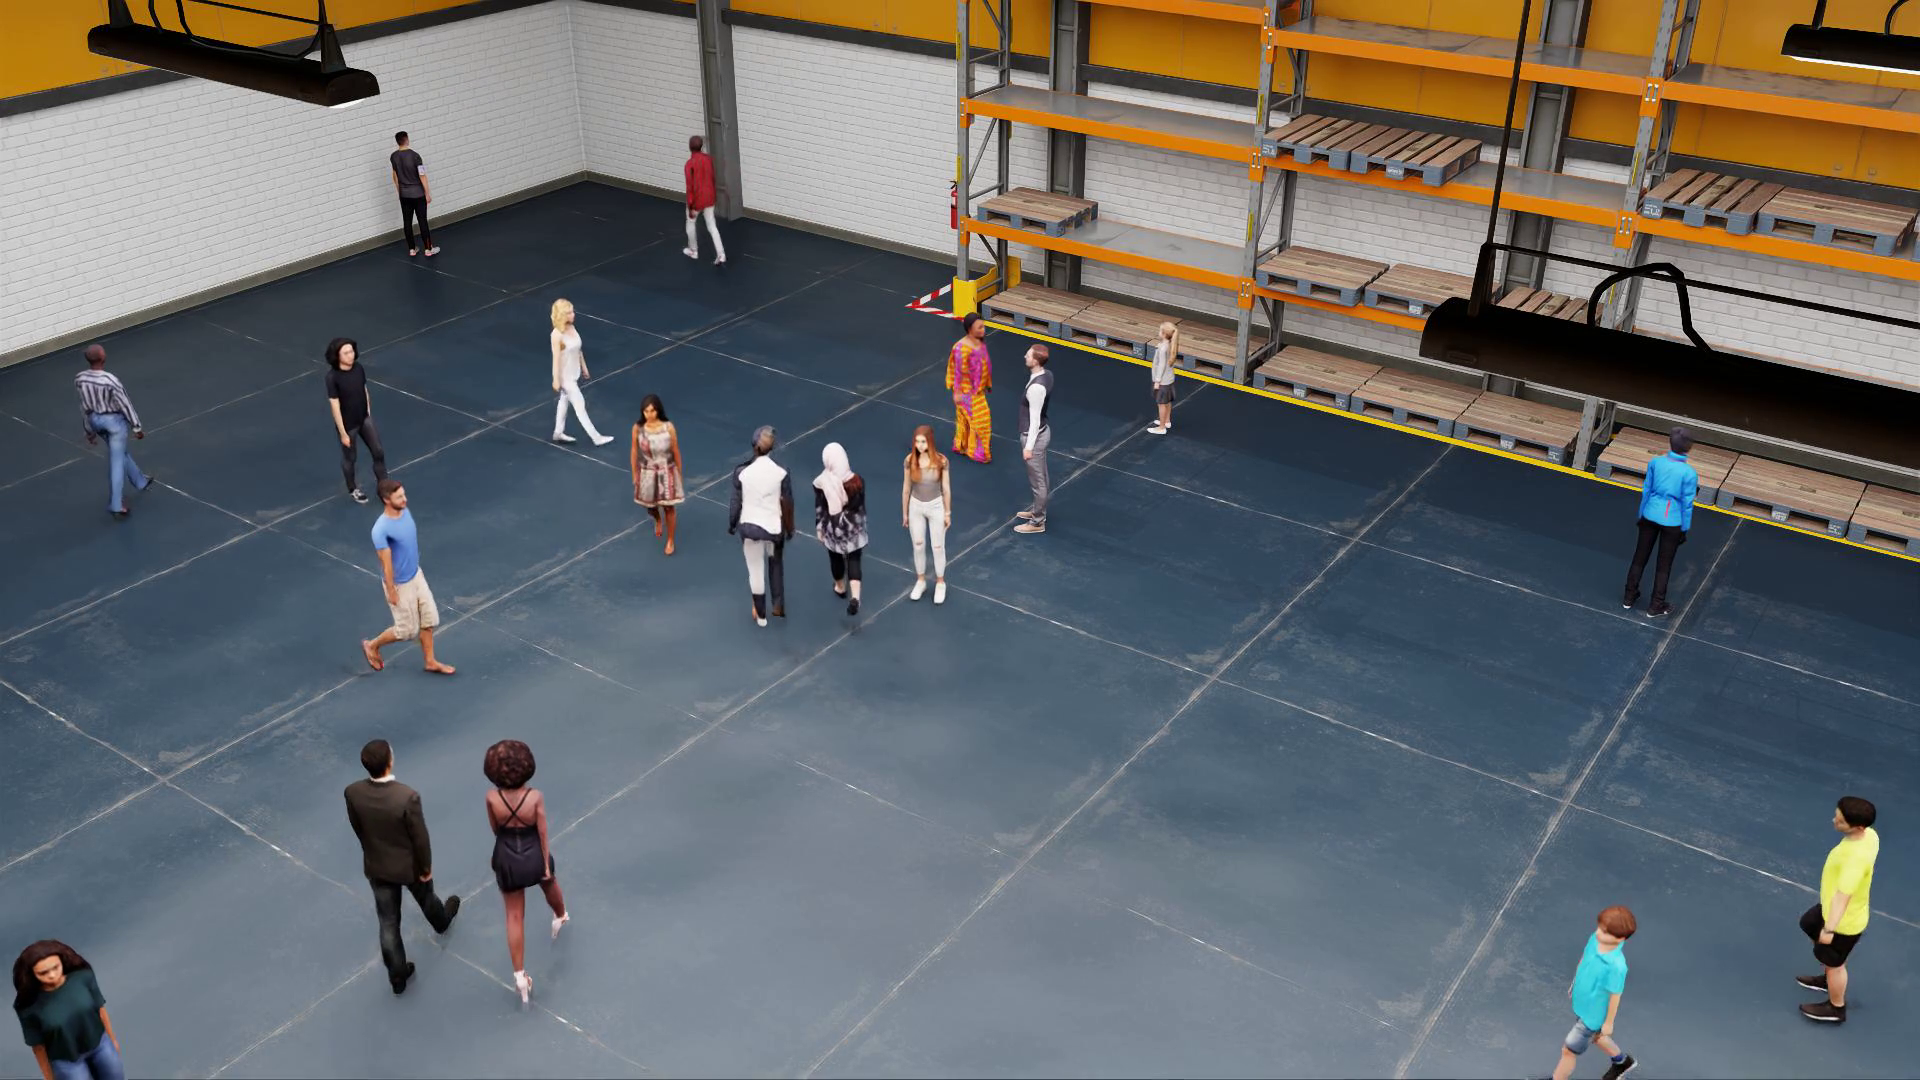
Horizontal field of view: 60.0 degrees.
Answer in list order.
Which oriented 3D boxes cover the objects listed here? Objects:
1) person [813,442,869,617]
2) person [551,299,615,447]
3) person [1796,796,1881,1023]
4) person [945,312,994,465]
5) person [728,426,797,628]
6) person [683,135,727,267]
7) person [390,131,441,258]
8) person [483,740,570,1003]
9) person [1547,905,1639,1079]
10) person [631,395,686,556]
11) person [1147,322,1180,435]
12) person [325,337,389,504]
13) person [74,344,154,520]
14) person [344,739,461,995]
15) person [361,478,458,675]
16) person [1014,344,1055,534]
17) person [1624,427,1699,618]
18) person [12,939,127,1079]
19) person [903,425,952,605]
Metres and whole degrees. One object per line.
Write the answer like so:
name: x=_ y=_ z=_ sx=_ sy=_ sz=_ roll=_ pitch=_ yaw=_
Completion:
person: x=-1.023 y=-0.074 z=14.748 sx=0.999 sy=1.609 sz=1.085 roll=-7 pitch=29 yaw=-13
person: x=-4.282 y=-1.785 z=17.853 sx=1.077 sy=1.640 sz=0.892 roll=5 pitch=29 yaw=9
person: x=5.537 y=2.300 z=10.331 sx=0.688 sy=1.671 sz=0.688 roll=20 pitch=34 yaw=32
person: x=0.065 y=-1.633 z=17.556 sx=0.797 sy=1.657 sz=0.714 roll=14 pitch=32 yaw=24
person: x=-1.698 y=-0.058 z=14.441 sx=0.893 sy=1.874 sz=0.947 roll=-7 pitch=29 yaw=-12
person: x=-3.514 y=-4.663 z=22.962 sx=0.881 sy=1.799 sz=1.268 roll=-23 pitch=36 yaw=-35
person: x=-7.703 y=-4.860 z=23.360 sx=0.645 sy=1.764 sz=0.772 roll=4 pitch=29 yaw=7
person: x=-2.800 y=2.131 z=10.576 sx=1.003 sy=1.733 sz=1.040 roll=-3 pitch=29 yaw=-5
person: x=3.795 y=2.724 z=9.807 sx=0.998 sy=1.428 sz=0.870 roll=-1 pitch=29 yaw=-2
person: x=-2.851 y=-0.670 z=15.818 sx=0.855 sy=1.631 sz=0.912 roll=-4 pitch=29 yaw=-8
person: x=2.238 y=-1.791 z=18.244 sx=0.554 sy=1.275 sz=0.541 roll=13 pitch=31 yaw=22
person: x=-6.117 y=-1.206 z=16.613 sx=0.890 sy=1.810 sz=0.678 roll=17 pitch=33 yaw=28
person: x=-8.387 y=-1.021 z=16.328 sx=1.098 sy=1.758 sz=1.009 roll=5 pitch=29 yaw=8
person: x=-3.637 y=2.105 z=10.588 sx=1.145 sy=1.768 sz=1.100 roll=2 pitch=29 yaw=4
person: x=-4.683 y=0.324 z=13.771 sx=1.073 sy=1.846 sz=0.869 roll=6 pitch=29 yaw=10
person: x=0.741 y=-1.002 z=16.106 sx=0.720 sy=1.938 sz=0.737 roll=5 pitch=29 yaw=9
person: x=6.212 y=-0.168 z=14.725 sx=0.716 sy=1.797 sz=0.541 roll=-23 pitch=36 yaw=-36
person: x=-5.005 y=2.851 z=9.388 sx=0.679 sy=1.608 sz=0.628 roll=23 pitch=36 yaw=36
person: x=-0.287 y=-0.255 z=14.966 sx=0.599 sy=1.718 sz=0.728 roll=5 pitch=29 yaw=9
